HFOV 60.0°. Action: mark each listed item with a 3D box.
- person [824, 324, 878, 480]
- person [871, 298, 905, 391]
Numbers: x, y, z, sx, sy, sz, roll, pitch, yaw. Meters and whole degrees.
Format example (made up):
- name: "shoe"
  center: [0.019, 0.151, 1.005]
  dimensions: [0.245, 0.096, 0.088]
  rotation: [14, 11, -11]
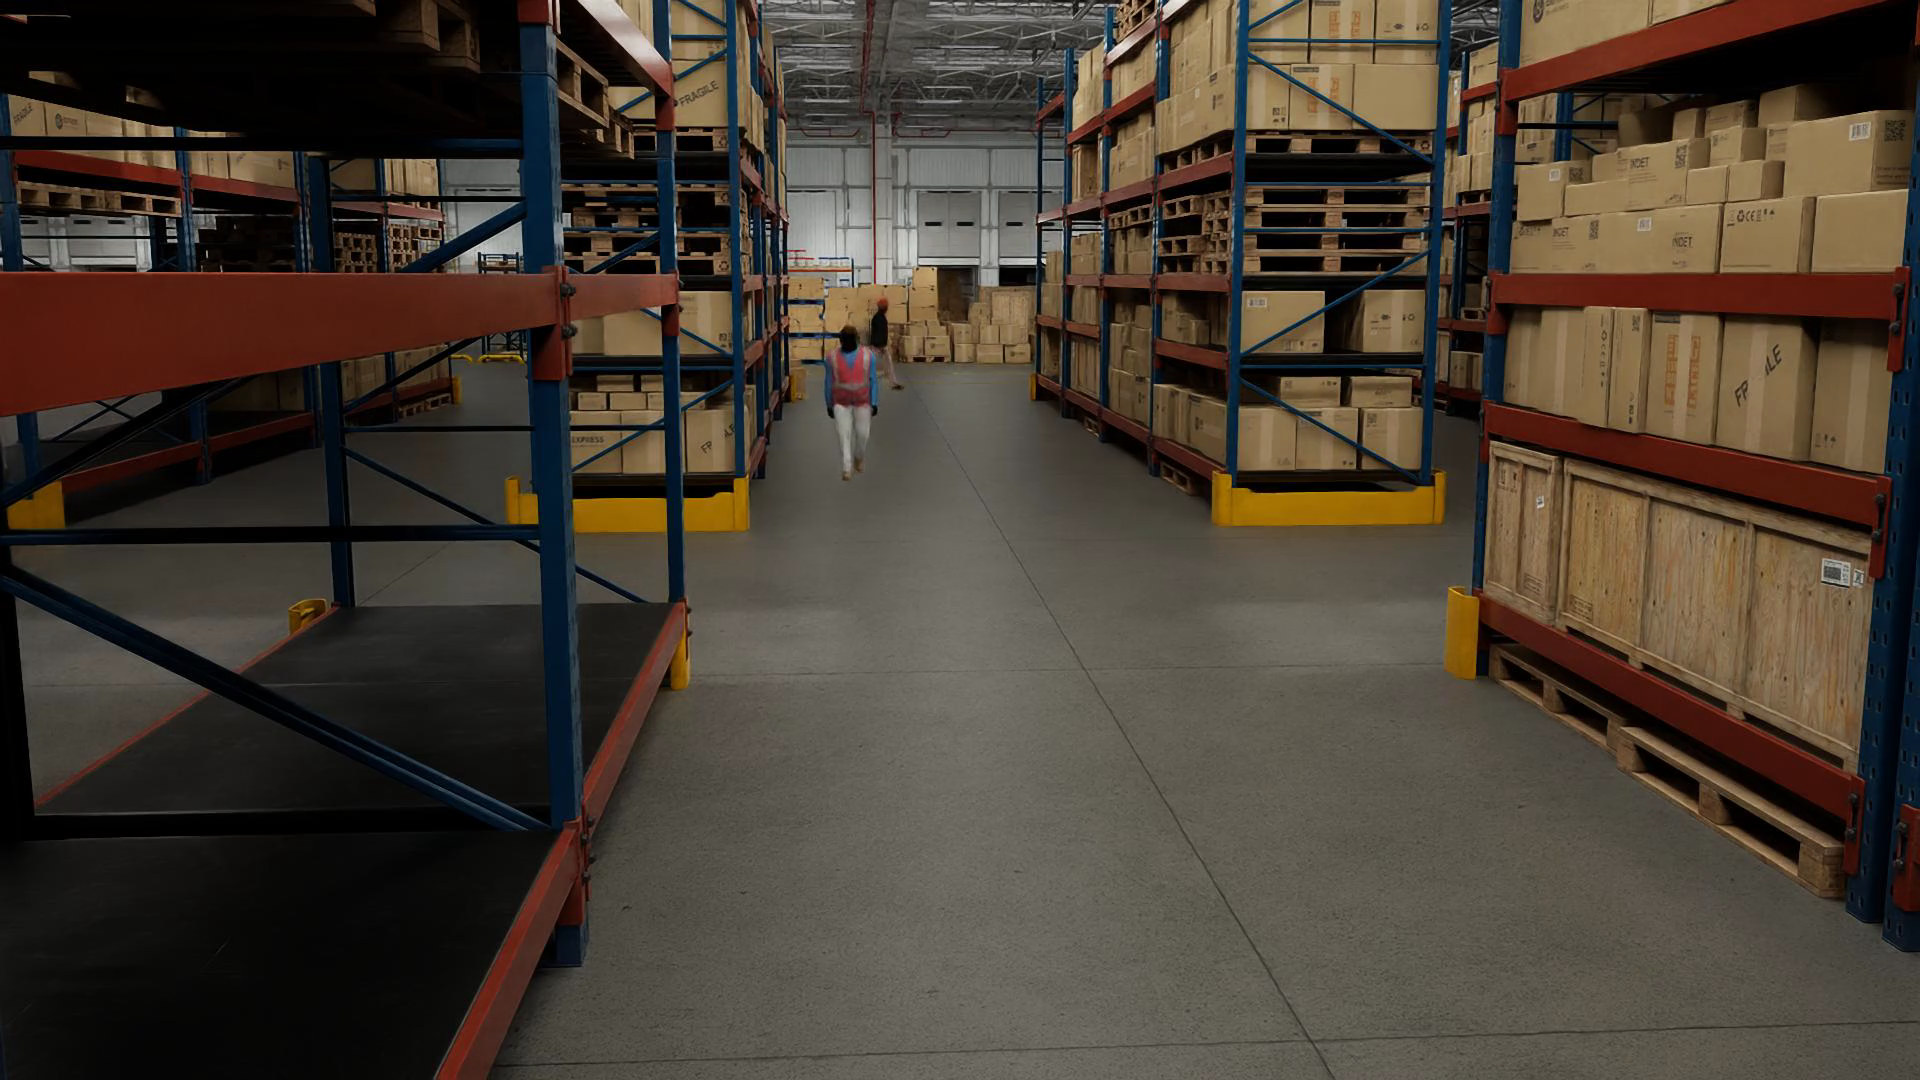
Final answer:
- name: "person"
  center: [-1.288, -1.624, 19.605]
  dimensions: [0.646, 1.832, 0.495]
  rotation: [-1, 9, -6]
- name: "person"
  center: [-1.681, -4.068, 34.641]
  dimensions: [1.044, 1.948, 0.607]
  rotation: [4, 10, 23]
